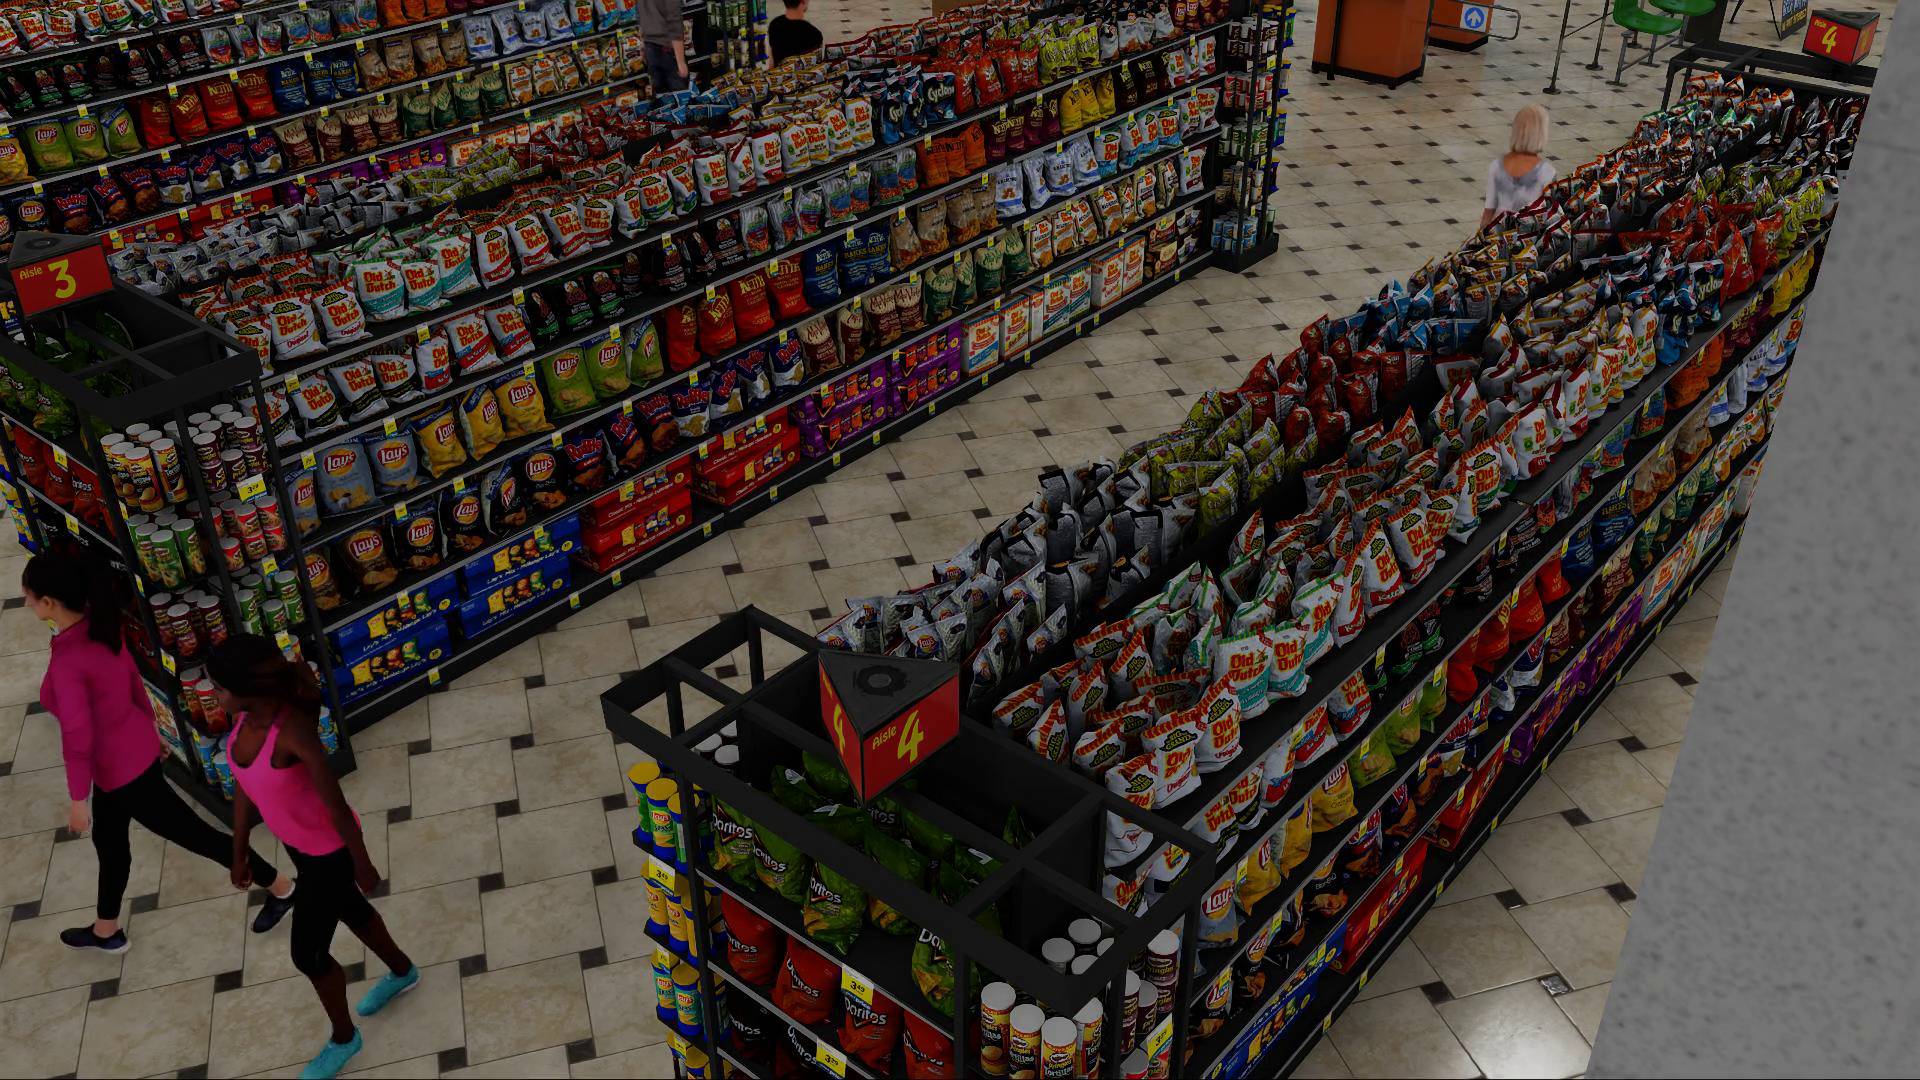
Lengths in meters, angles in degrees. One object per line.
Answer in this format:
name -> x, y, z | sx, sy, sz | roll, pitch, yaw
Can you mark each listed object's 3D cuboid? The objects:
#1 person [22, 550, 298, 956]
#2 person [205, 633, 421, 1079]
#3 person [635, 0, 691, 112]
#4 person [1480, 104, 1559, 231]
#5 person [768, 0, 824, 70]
person -> -2.844, 0.799, 5.896 | 1.235, 1.650, 1.118 | -8, 33, -12
person -> -2.066, 0.979, 5.563 | 0.585, 1.697, 0.782 | 24, 39, 33
person -> -2.382, -3.786, 13.047 | 0.672, 1.881, 0.989 | 25, 40, 34
person -> 3.212, -1.643, 9.762 | 0.600, 1.711, 1.088 | 26, 40, 35
person -> -1.209, -3.118, 12.003 | 0.675, 1.849, 0.988 | 23, 39, 32
